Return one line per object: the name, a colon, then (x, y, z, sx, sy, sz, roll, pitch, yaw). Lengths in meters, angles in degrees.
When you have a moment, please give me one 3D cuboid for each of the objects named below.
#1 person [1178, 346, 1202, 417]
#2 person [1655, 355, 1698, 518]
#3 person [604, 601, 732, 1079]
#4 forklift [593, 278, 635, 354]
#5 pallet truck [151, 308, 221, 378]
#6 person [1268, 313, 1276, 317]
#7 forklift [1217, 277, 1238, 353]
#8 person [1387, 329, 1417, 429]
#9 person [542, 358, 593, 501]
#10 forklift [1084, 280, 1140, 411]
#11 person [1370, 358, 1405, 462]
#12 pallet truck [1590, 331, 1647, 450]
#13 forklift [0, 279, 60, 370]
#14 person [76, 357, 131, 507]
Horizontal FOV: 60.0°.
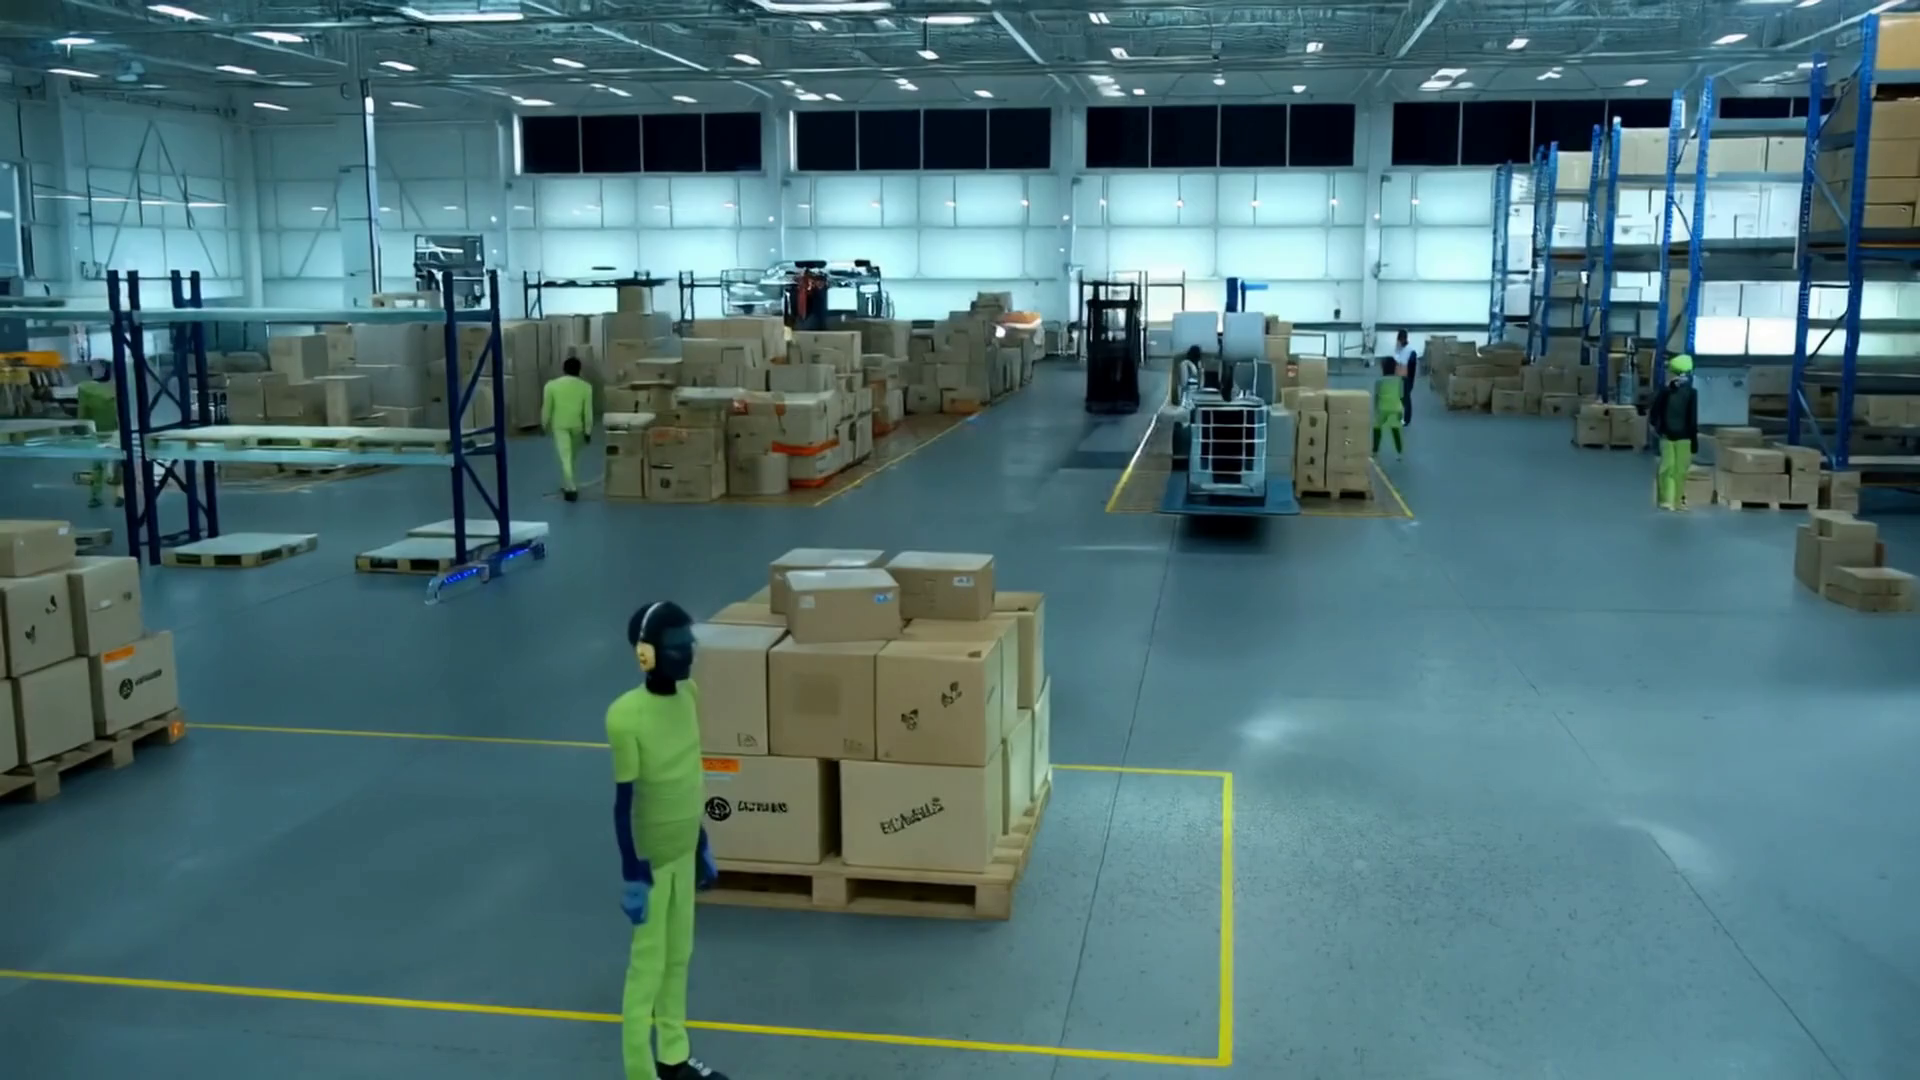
person: (4.310, -2.807, 31.058, 0.530, 1.626, 0.437, -7, 12, -39)
person: (8.831, -1.269, 20.455, 0.376, 1.997, 0.612, -3, 10, -19)
person: (-1.047, 1.141, 5.976, 0.328, 1.875, 0.513, 4, 10, 22)
forklift: (-9.092, -5.749, 45.369, 1.873, 2.768, 1.129, 0, 9, 2)
pallet truck: (-21.869, -5.598, 47.154, 0.823, 1.965, 1.885, 4, 10, 26)
person: (8.097, -5.008, 43.802, 0.552, 1.914, 0.805, 7, 12, 39)
forklift: (7.883, -6.233, 48.353, 1.873, 2.768, 1.129, 1, 9, 9)
person: (8.525, -3.101, 32.035, 0.397, 1.911, 0.587, -6, 11, -31)
person: (-5.163, -1.469, 22.054, 0.652, 1.888, 0.956, -5, 10, -26)
forklift: (3.354, -4.272, 36.261, 1.129, 2.768, 1.873, 1, 9, 8)
person: (6.819, -2.064, 26.433, 0.547, 1.648, 0.886, -2, 9, -9)
pallet truck: (11.253, -2.573, 28.499, 0.823, 1.965, 1.885, 5, 10, 27)
forklift: (-22.574, -4.797, 39.502, 1.873, 2.768, 1.129, 1, 9, 9)
person: (-10.987, -1.377, 21.364, 0.646, 1.932, 0.376, -2, 9, -11)
